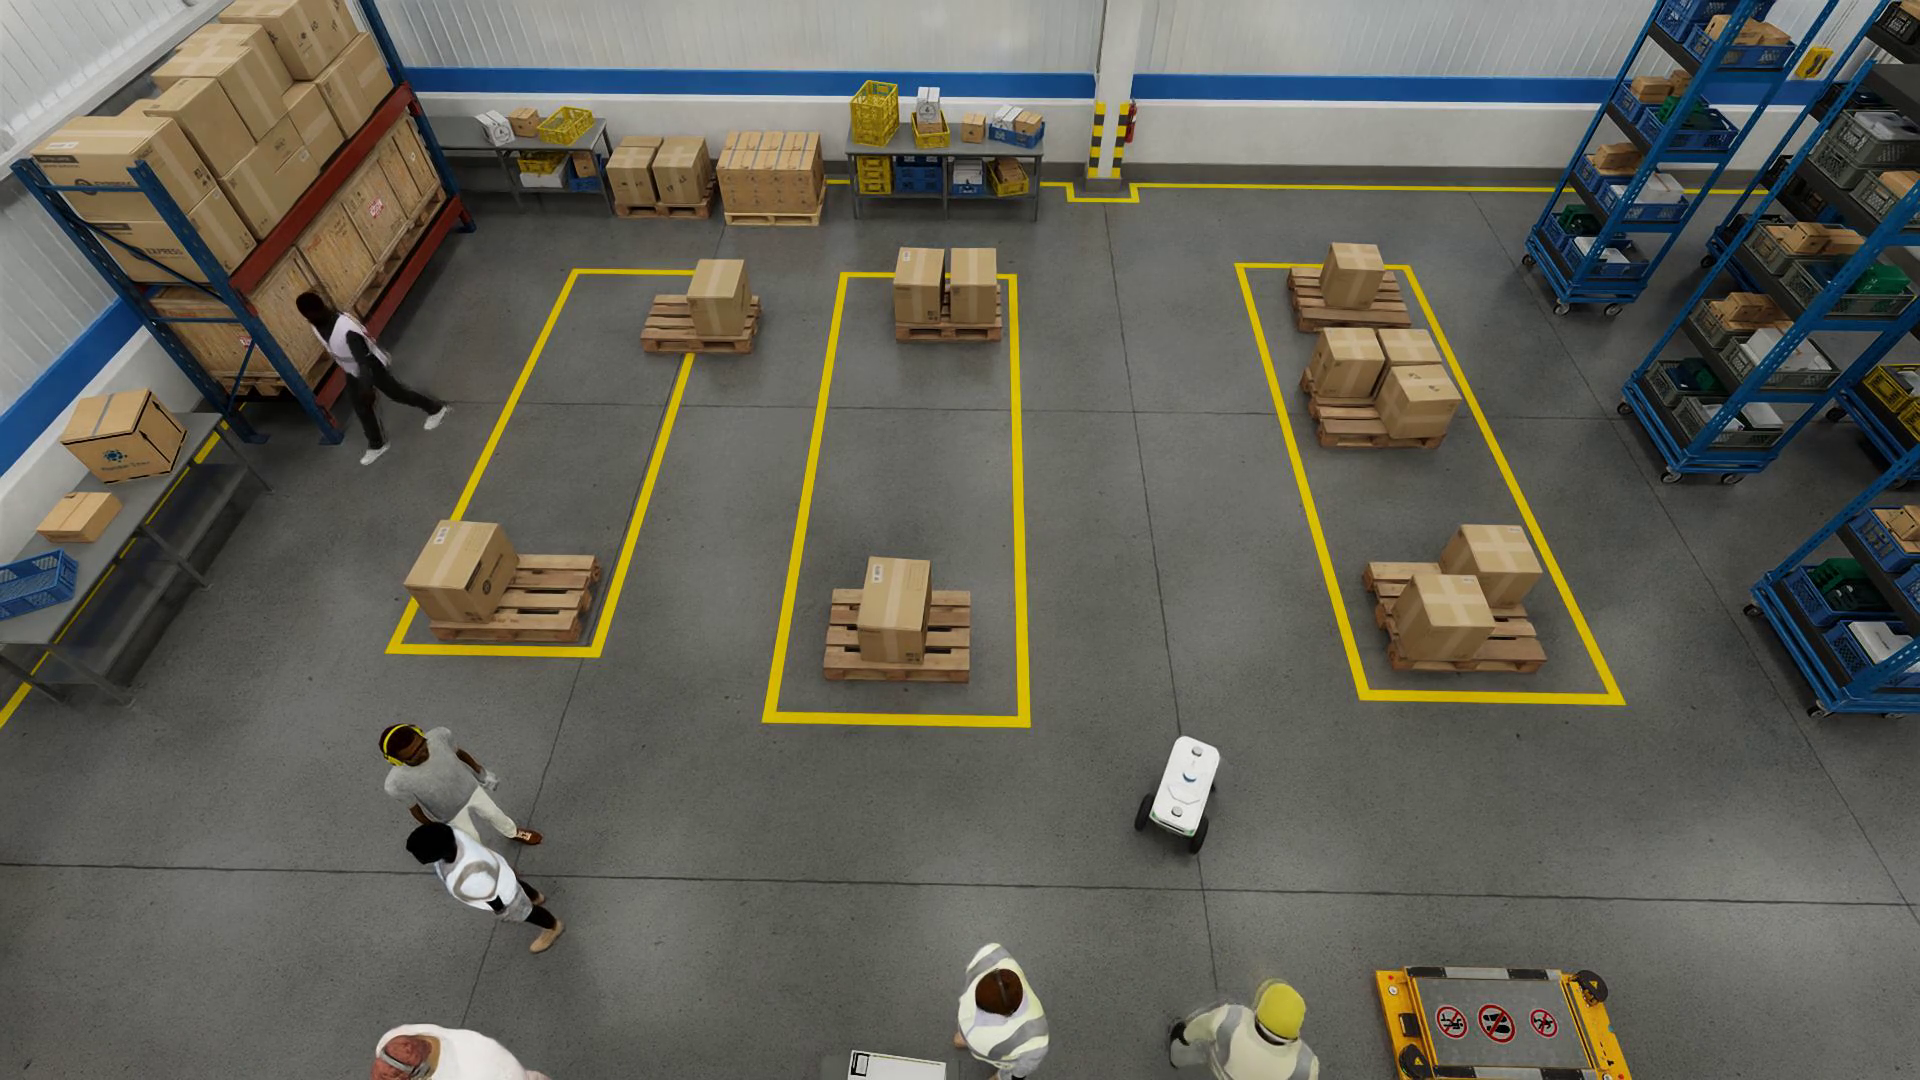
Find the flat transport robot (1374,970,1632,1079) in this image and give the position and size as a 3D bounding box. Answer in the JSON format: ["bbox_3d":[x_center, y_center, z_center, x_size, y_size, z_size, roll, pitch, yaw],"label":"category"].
[{"bbox_3d":[3.501,3.133,5.914,1.431,0.197,0.652,1,51,1],"label":"flat transport robot"}]

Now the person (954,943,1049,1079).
[{"bbox_3d":[0.202,2.764,5.210,0.429,1.841,0.633,-24,55,-19],"label":"person"}]

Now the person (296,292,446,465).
[{"bbox_3d":[-5.693,-1.645,8.792,0.588,1.867,0.919,17,53,13],"label":"person"}]

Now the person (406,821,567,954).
[{"bbox_3d":[-2.986,2.175,5.789,0.534,1.687,0.319,36,59,25],"label":"person"}]

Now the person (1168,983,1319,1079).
[{"bbox_3d":[1.583,2.921,5.128,0.753,1.781,0.515,28,56,21],"label":"person"}]

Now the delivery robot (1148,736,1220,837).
[{"bbox_3d":[1.656,1.815,6.749,0.477,0.478,0.707,20,54,16],"label":"delivery robot"}]

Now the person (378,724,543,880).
[{"bbox_3d":[-3.290,1.718,6.043,0.328,1.873,0.514,16,53,13],"label":"person"}]

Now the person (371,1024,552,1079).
[{"bbox_3d":[-2.655,2.985,4.992,0.636,1.903,0.405,5,51,4],"label":"person"}]
